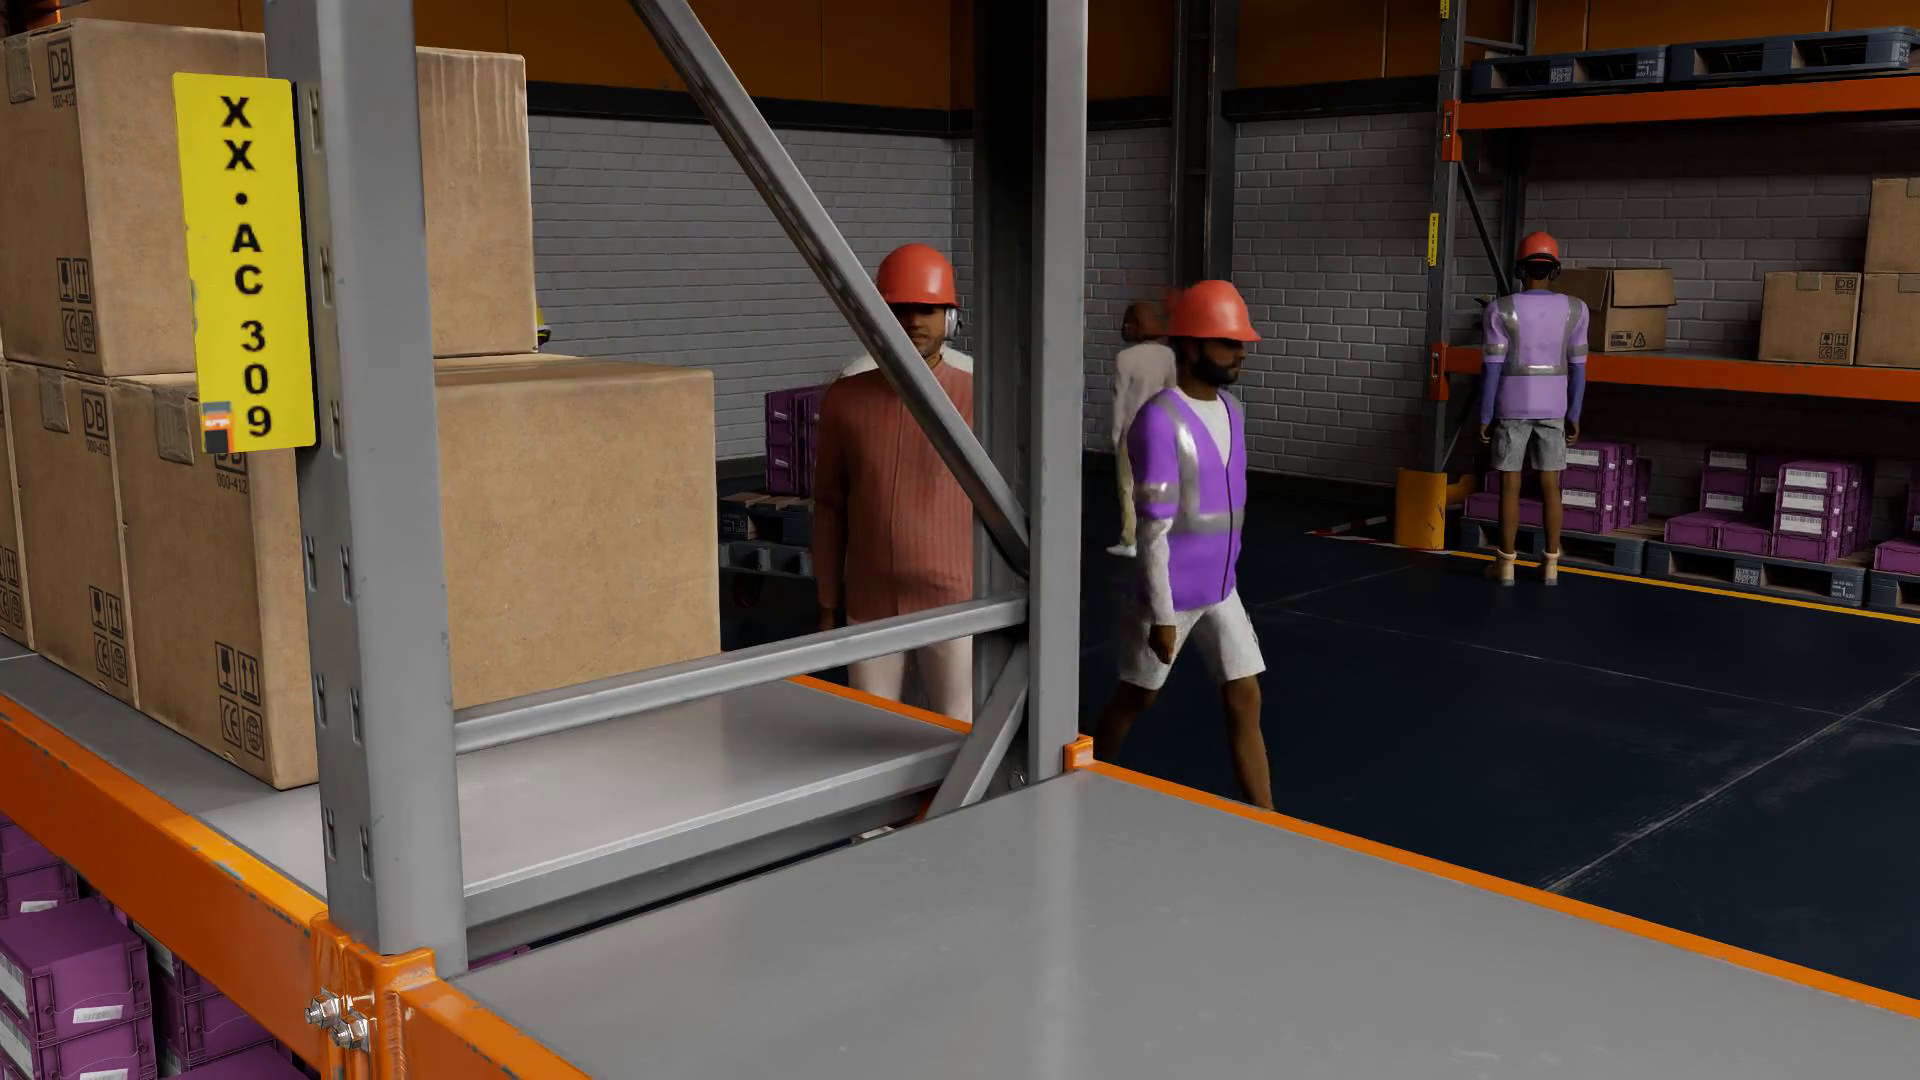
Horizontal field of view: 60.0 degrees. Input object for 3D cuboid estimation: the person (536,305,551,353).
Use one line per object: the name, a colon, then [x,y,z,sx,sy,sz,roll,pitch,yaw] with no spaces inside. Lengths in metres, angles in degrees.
person: [-1.588,0.012,6.045,0.404,1.830,0.601,2,11,11]

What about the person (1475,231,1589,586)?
person: [3.288,-0.751,9.632,0.611,2.042,0.395,0,10,1]

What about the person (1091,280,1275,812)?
person: [0.733,0.130,5.260,1.019,1.887,0.561,10,14,43]

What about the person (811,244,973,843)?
person: [-0.128,0.176,4.702,0.612,1.997,0.375,2,11,13]

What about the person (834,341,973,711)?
person: [-0.122,0.003,5.949,0.704,1.881,0.945,-5,12,-28]

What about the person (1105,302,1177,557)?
person: [1.163,-0.669,10.345,0.501,1.616,0.548,-8,13,-38]
